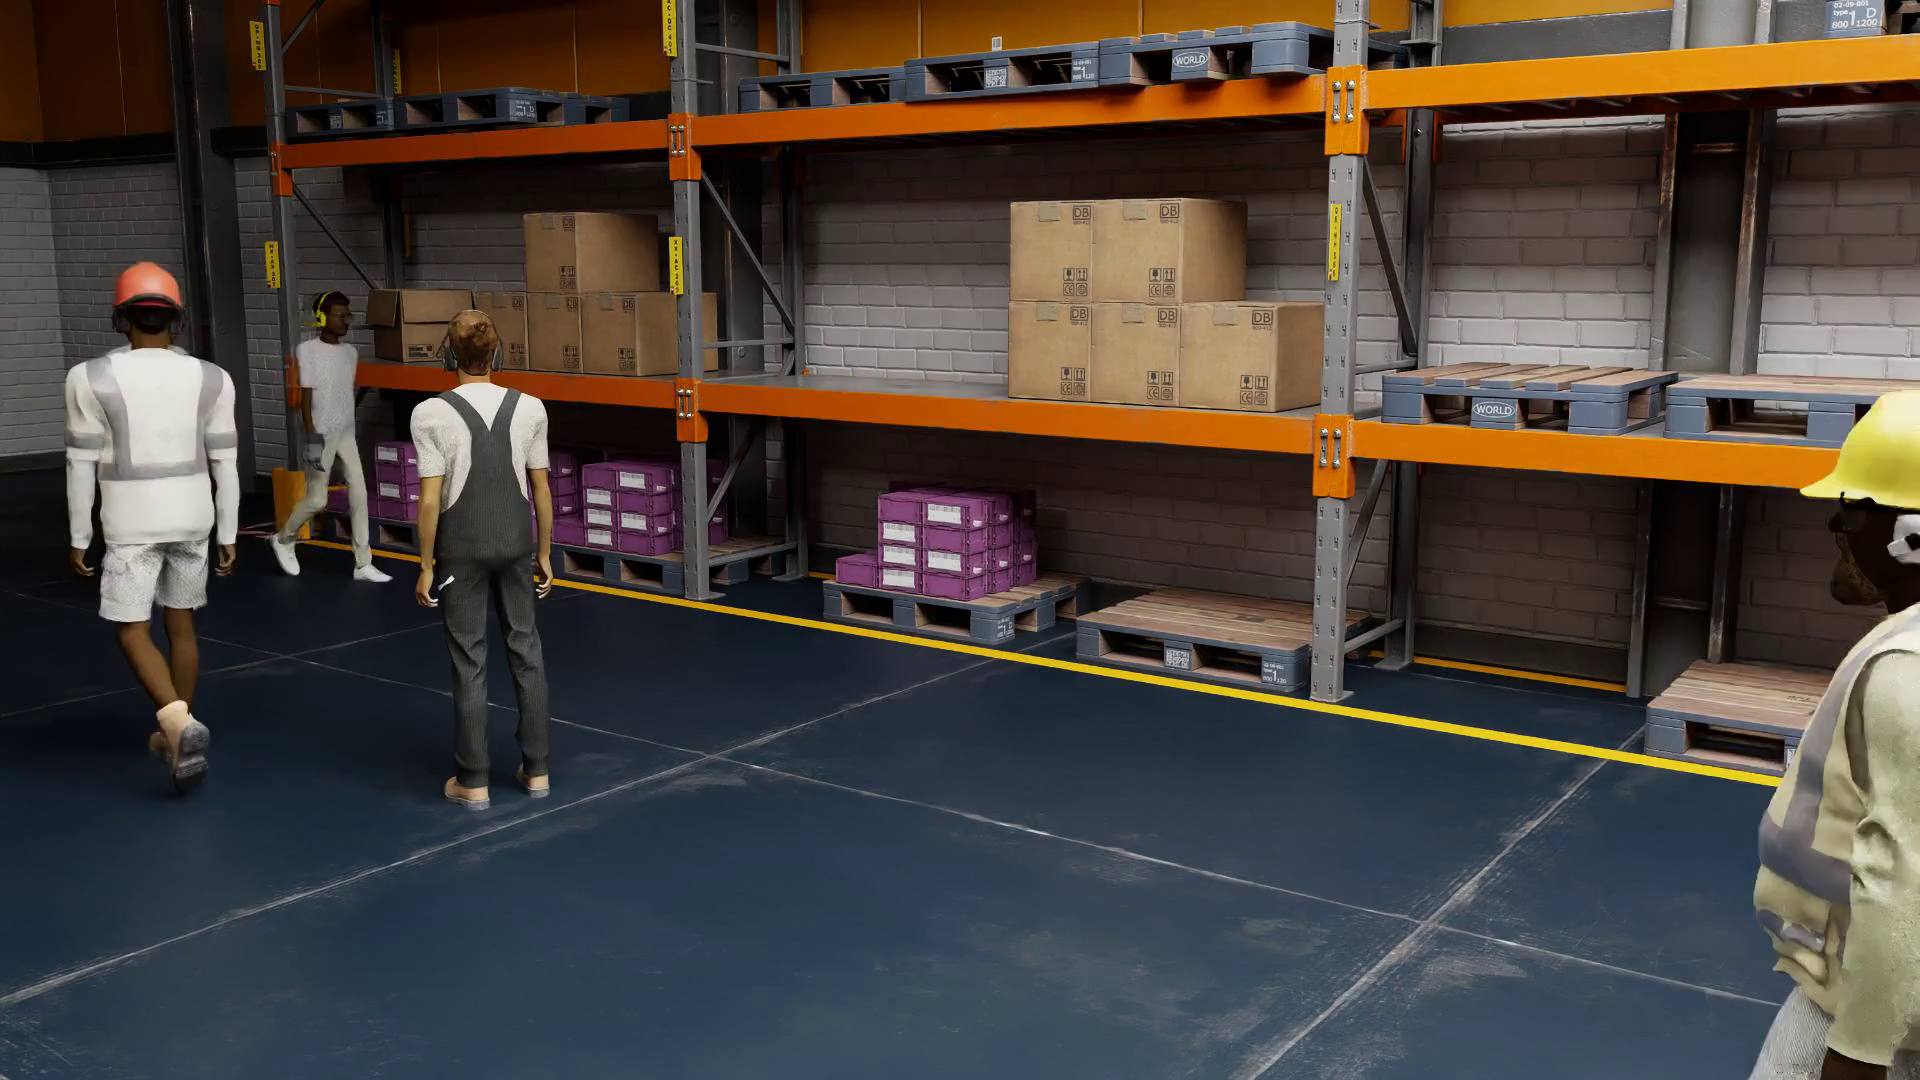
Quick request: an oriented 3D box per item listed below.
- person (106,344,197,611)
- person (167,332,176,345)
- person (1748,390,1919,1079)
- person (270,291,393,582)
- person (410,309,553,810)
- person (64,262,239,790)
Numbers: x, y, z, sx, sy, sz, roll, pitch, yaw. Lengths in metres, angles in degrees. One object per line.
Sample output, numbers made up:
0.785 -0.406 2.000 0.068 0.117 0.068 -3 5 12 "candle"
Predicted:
-4.646 -0.500 9.593 0.459 1.855 0.508 6 11 30 "person"
-5.341 -0.651 11.144 0.629 1.621 0.523 8 12 39 "person"
1.480 0.675 2.662 0.421 1.822 0.616 8 13 40 "person"
-4.027 -0.646 10.498 0.822 1.843 0.522 5 11 28 "person"
-1.761 0.075 6.173 0.514 1.844 0.327 -7 12 -34 "person"
-3.071 -0.053 6.414 0.614 2.022 0.854 -9 13 -43 "person"
